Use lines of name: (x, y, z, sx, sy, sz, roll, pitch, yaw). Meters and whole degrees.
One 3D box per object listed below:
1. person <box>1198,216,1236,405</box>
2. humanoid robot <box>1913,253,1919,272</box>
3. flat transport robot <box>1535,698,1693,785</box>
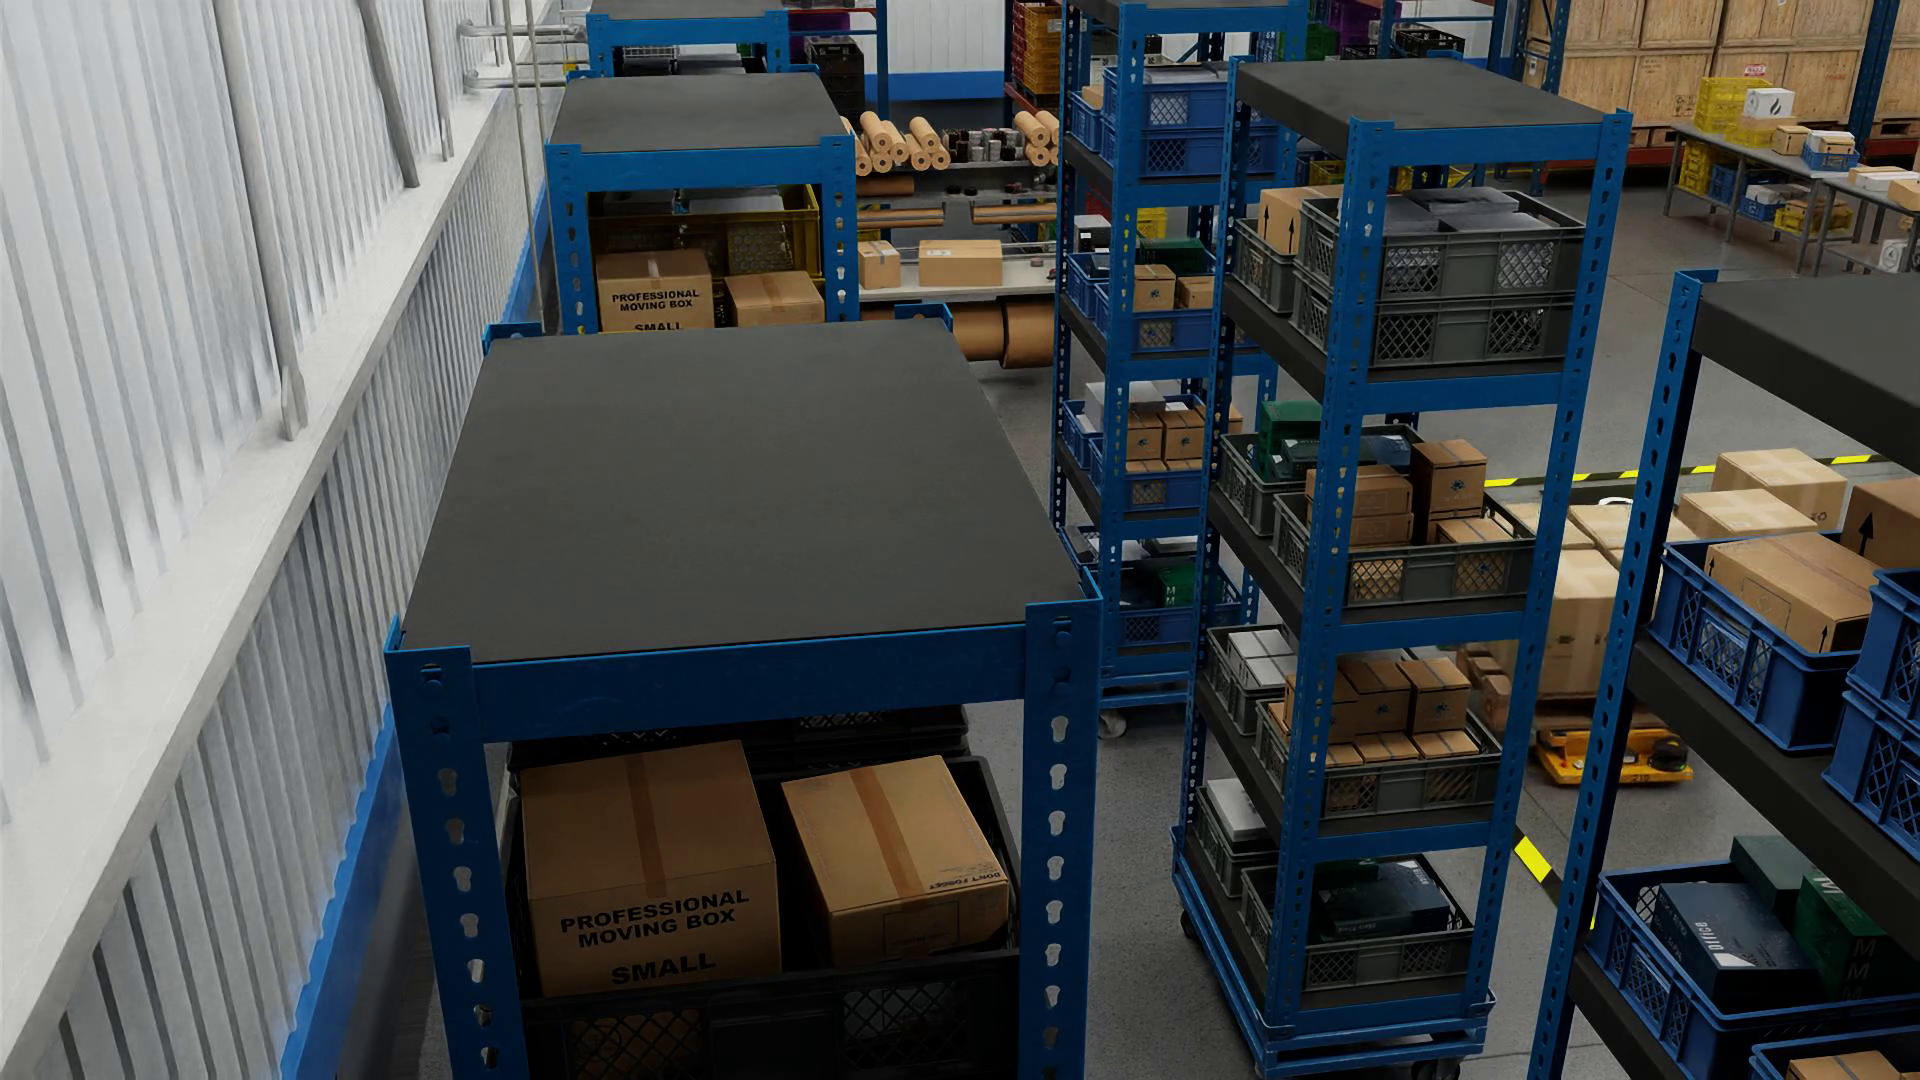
person: (1.684, -1.257, 11.141, 0.397, 1.848, 0.587, -4, 25, -8)
humanoid robot: (6.646, -1.192, 11.178, 0.554, 1.745, 1.065, 1, 25, 1)
flat transport robot: (3.138, 0.787, 8.555, 0.652, 0.197, 1.431, -1, 25, -3)
